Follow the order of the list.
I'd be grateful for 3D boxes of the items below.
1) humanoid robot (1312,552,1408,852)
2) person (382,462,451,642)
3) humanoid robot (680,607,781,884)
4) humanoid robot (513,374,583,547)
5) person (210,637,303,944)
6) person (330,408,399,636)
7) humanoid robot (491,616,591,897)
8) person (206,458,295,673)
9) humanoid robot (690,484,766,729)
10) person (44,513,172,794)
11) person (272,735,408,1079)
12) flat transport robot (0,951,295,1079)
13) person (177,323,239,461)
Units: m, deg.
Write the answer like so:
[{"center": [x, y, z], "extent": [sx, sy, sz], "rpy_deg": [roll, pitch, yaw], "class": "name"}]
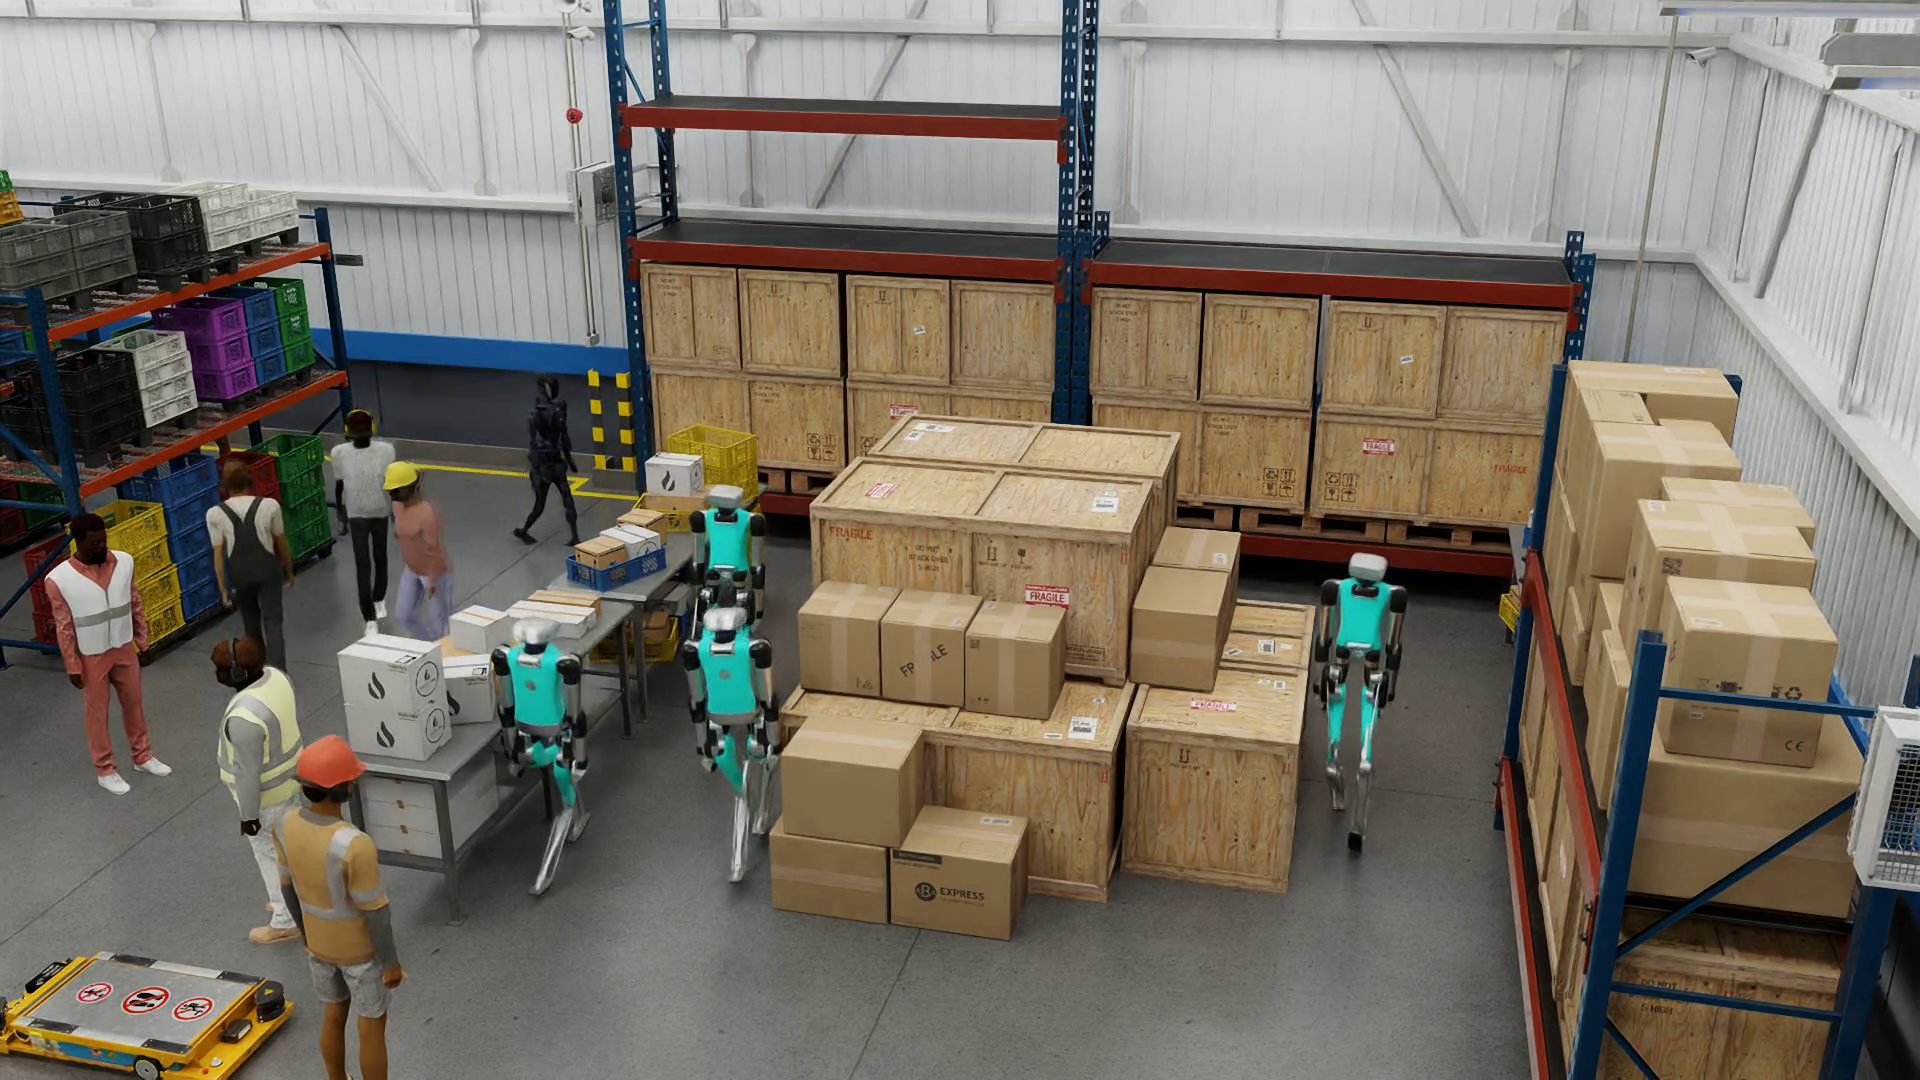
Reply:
[{"center": [2.438, 1.047, 10.279], "extent": [0.546, 1.786, 0.950], "rpy_deg": [5, 21, 12], "class": "humanoid robot"}, {"center": [-3.999, 0.242, 12.342], "extent": [0.557, 1.747, 0.436], "rpy_deg": [15, 25, 33], "class": "person"}, {"center": [-1.318, 1.147, 10.028], "extent": [0.562, 1.754, 1.025], "rpy_deg": [1, 21, 4], "class": "humanoid robot"}, {"center": [-3.734, -0.708, 14.980], "extent": [0.728, 1.640, 0.608], "rpy_deg": [8, 22, 19], "class": "humanoid robot"}, {"center": [-3.867, 1.381, 9.250], "extent": [0.429, 1.834, 0.632], "rpy_deg": [-1, 21, -2], "class": "person"}, {"center": [-4.691, -0.142, 13.229], "extent": [0.502, 1.821, 0.943], "rpy_deg": [-8, 22, -20], "class": "person"}, {"center": [-2.379, 1.188, 9.945], "extent": [0.548, 1.757, 1.042], "rpy_deg": [4, 21, 10], "class": "humanoid robot"}, {"center": [-5.147, 0.285, 12.144], "extent": [0.516, 1.816, 0.900], "rpy_deg": [-7, 22, -17], "class": "person"}, {"center": [-1.645, 0.597, 11.567], "extent": [0.542, 1.879, 0.764], "rpy_deg": [2, 21, 5], "class": "humanoid robot"}, {"center": [-5.579, 0.720, 10.869], "extent": [0.400, 1.911, 0.585], "rpy_deg": [12, 24, 29], "class": "person"}, {"center": [-2.834, 1.843, 7.745], "extent": [0.615, 2.039, 0.383], "rpy_deg": [11, 24, 27], "class": "person"}, {"center": [-4.270, 2.464, 8.601], "extent": [1.431, 0.231, 0.659], "rpy_deg": [5, 22, 13], "class": "flat transport robot"}, {"center": [-7.312, -1.329, 16.073], "extent": [0.621, 2.030, 0.439], "rpy_deg": [-9, 23, -22], "class": "person"}]
